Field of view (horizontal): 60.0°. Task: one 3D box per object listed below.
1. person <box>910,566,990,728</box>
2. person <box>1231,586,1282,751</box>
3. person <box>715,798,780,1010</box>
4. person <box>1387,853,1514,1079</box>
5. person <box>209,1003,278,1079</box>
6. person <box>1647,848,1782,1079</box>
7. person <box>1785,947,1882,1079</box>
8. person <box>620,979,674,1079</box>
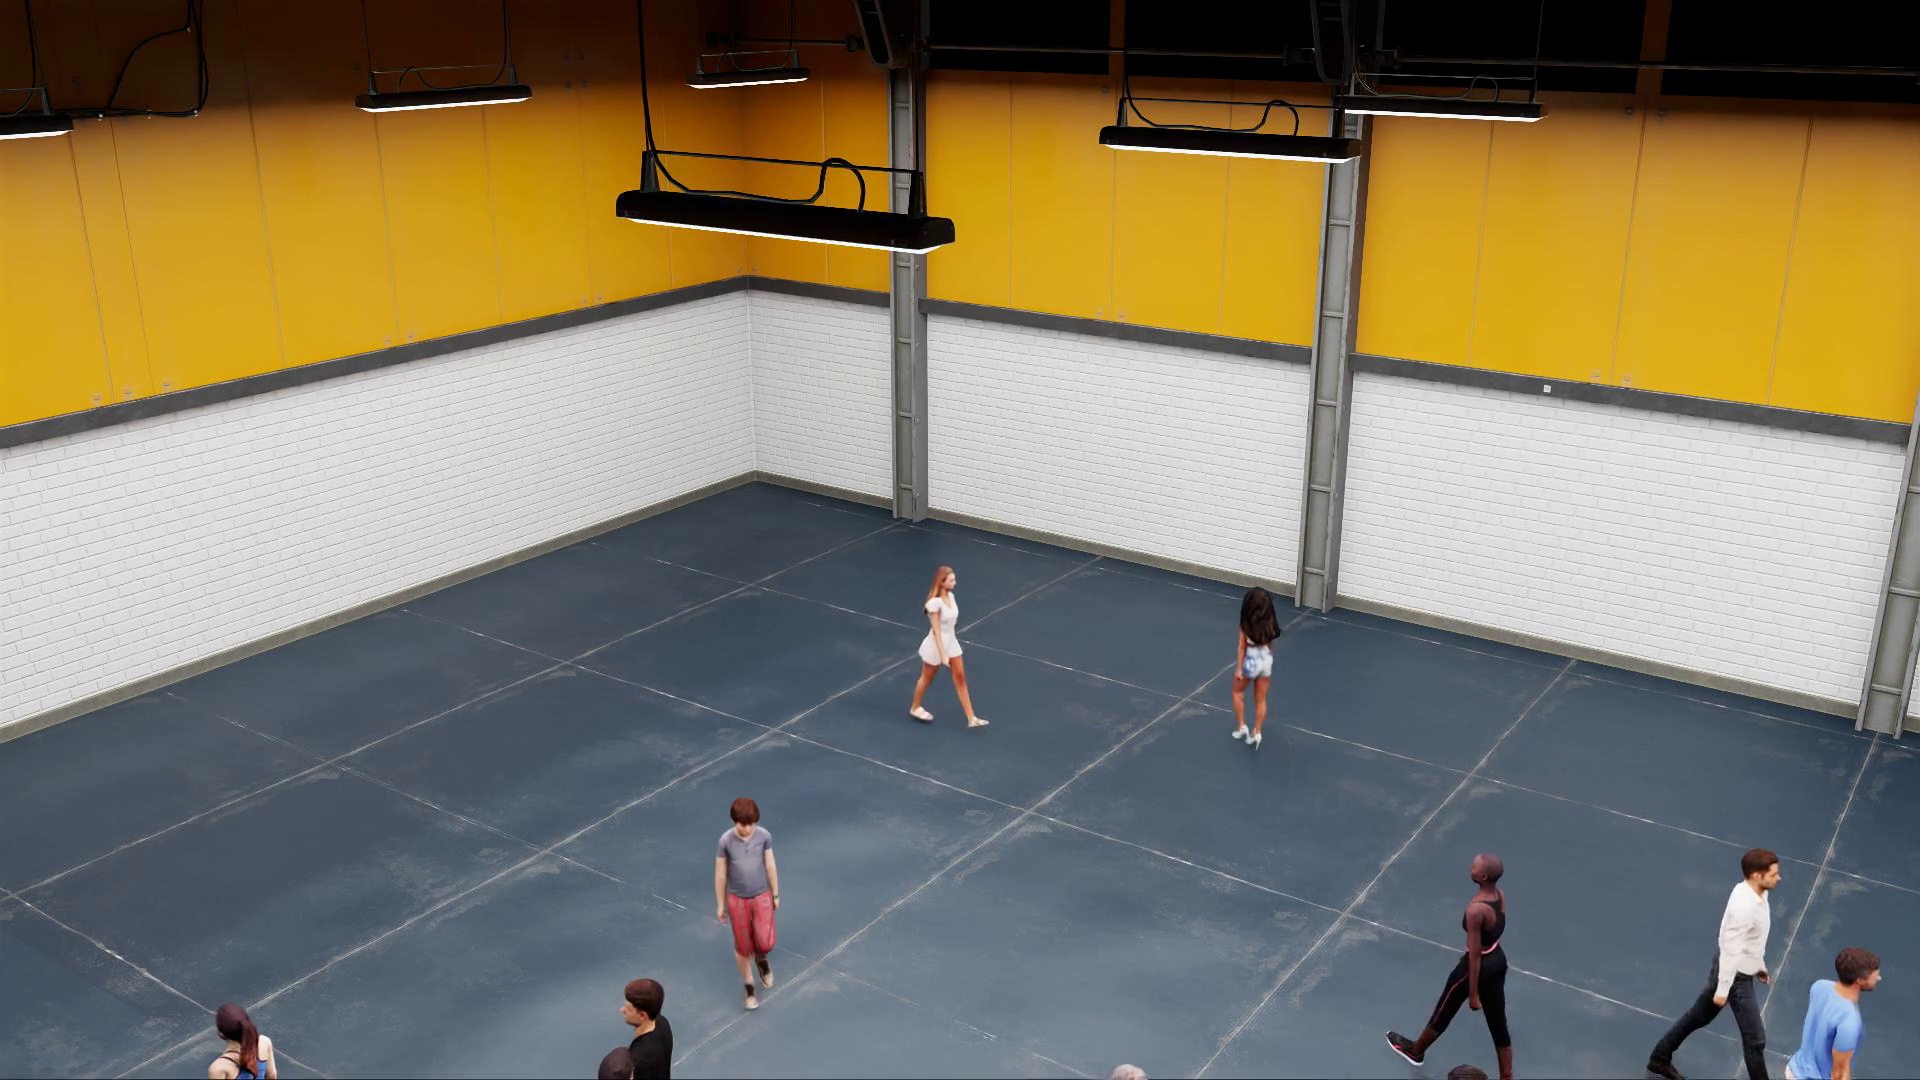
[{"bbox_3d":[-0.260,1.066,16.377,1.108,1.644,0.583,13,23,34],"label":"person"},{"bbox_3d":[2.856,1.252,15.874,0.719,1.613,0.769,-8,20,-22],"label":"person"},{"bbox_3d":[-1.533,2.545,11.988,0.786,1.641,0.846,-3,19,-10],"label":"person"},{"bbox_3d":[3.496,2.886,10.855,1.175,1.718,0.741,18,25,42],"label":"person"},{"bbox_3d":[-4.100,3.369,9.591,0.571,1.610,0.577,10,21,28],"label":"person"},{"bbox_3d":[4.944,2.836,10.837,1.241,1.825,0.807,9,20,24],"label":"person"},{"bbox_3d":[4.937,3.195,9.740,0.972,1.844,0.870,1,19,2],"label":"person"},{"bbox_3d":[-1.745,3.298,9.405,0.778,1.863,0.764,1,19,2],"label":"person"}]
